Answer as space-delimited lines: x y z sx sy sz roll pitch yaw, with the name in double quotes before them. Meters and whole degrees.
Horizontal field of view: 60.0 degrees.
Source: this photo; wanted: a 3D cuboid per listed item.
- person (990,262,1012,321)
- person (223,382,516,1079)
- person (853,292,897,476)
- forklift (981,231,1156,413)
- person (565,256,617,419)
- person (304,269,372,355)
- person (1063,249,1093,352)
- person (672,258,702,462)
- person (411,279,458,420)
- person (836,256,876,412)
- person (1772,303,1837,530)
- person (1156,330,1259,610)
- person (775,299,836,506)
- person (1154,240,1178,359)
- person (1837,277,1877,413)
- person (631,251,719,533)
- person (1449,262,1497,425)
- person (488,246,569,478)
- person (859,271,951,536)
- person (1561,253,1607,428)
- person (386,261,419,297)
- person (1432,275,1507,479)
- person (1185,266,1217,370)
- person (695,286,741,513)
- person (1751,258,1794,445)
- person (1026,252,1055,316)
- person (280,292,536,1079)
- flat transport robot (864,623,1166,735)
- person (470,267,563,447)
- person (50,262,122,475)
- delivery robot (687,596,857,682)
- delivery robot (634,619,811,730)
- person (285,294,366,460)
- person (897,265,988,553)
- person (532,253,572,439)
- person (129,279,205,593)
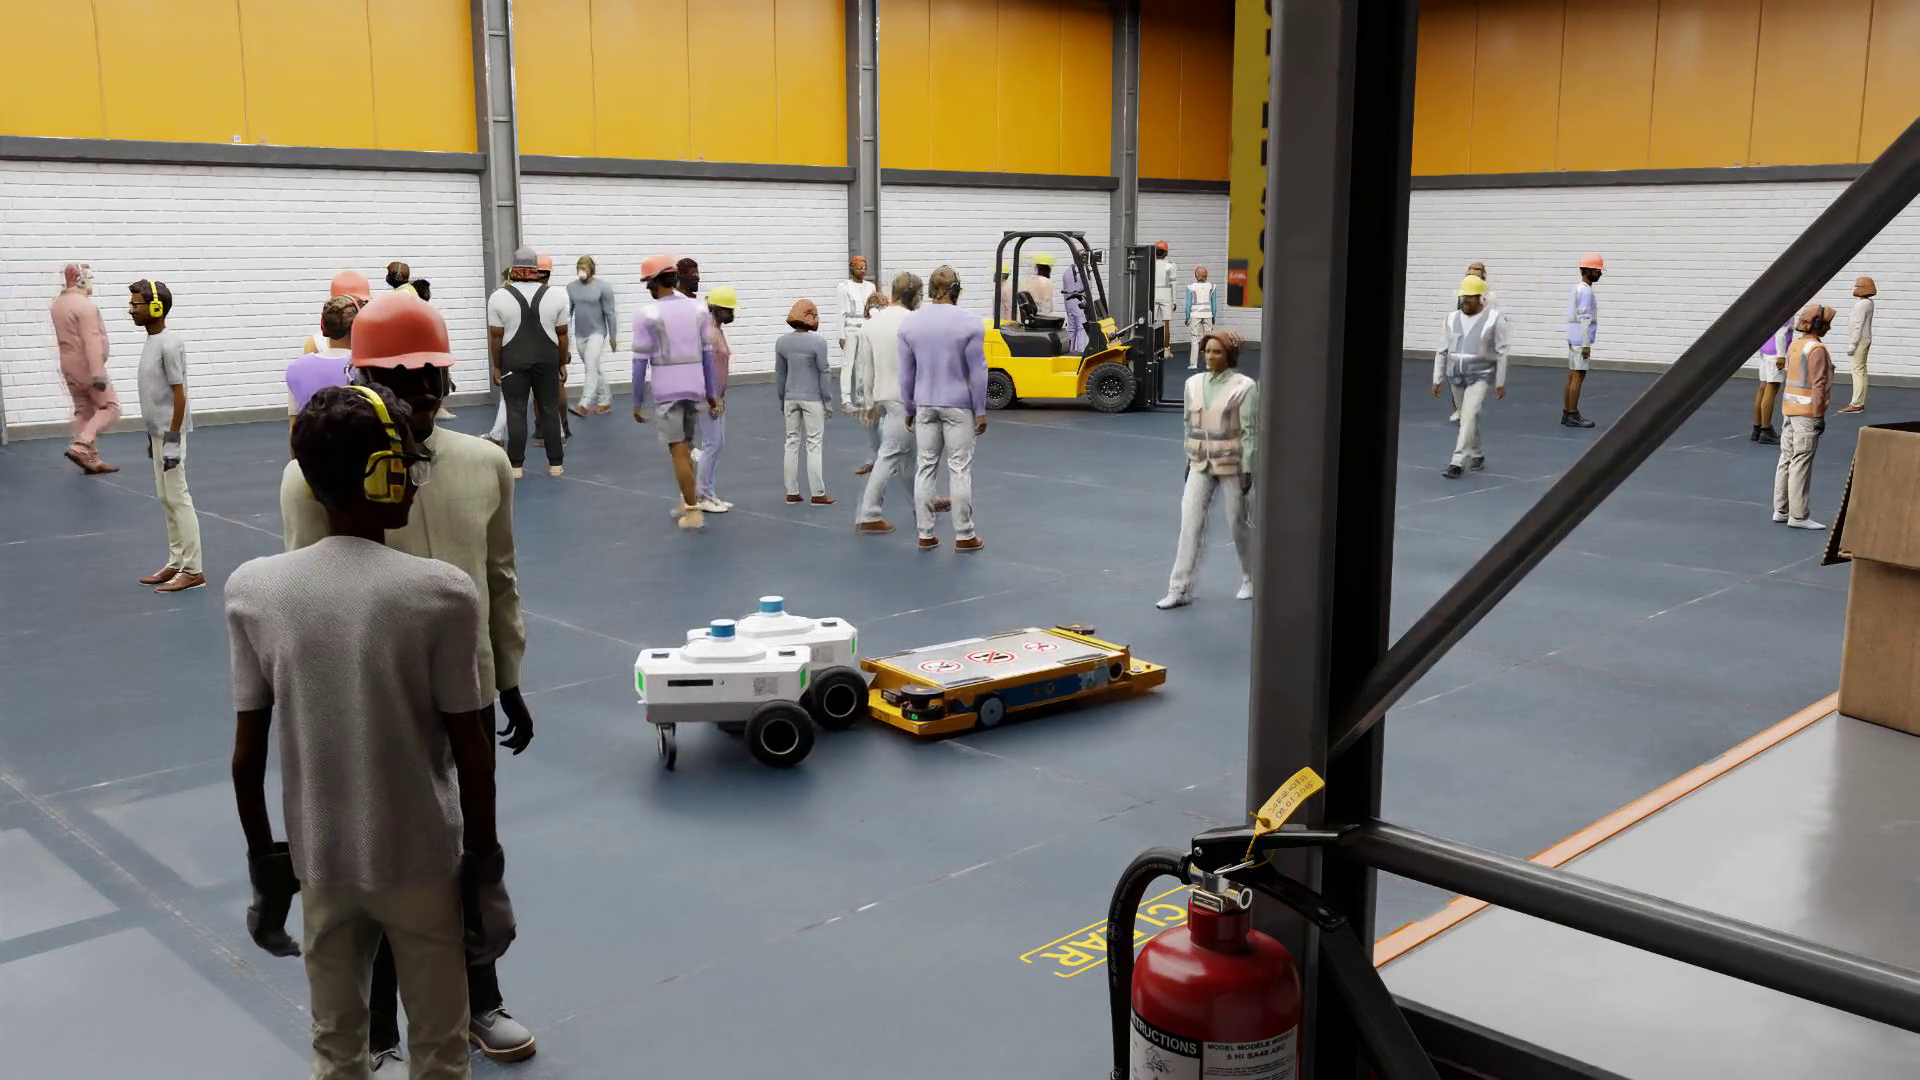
"person" 0.562 -2.900 22.710 0.310 1.768 0.533 -3 11 -17
"person" -1.105 0.637 3.164 0.521 1.862 0.334 1 10 6
"person" -0.732 -1.375 14.744 0.503 1.636 0.277 10 14 43
"forklift" 1.222 -2.721 20.561 2.313 2.155 1.214 2 11 13
"person" -4.378 -2.377 19.528 0.643 1.884 1.009 5 11 24
"person" -3.447 -0.572 9.542 0.542 1.939 0.364 -6 12 -28
"person" 1.950 -3.753 26.975 0.409 1.907 0.651 -7 12 -33
"person" -2.612 -1.710 15.800 0.375 1.917 0.598 1 10 7
"person" -6.324 -2.194 19.213 0.912 1.640 0.574 -1 10 -4
"person" -1.242 -2.492 20.168 0.574 1.881 0.357 -9 14 -41
"person" 6.179 -0.903 12.166 0.310 1.640 0.514 1 10 5
"person" 1.489 -0.414 9.615 0.534 1.600 0.779 9 14 41
"person" -1.228 -1.086 13.177 0.497 1.633 0.279 6 12 28
"person" 3.471 -4.166 28.854 0.607 2.044 0.372 3 11 17
"person" 10.848 -2.353 20.079 0.285 1.636 0.499 9 13 39
"person" -2.109 -1.063 12.023 0.637 2.007 0.757 -9 14 -41
"person" 5.725 -2.196 18.672 0.551 1.835 0.433 7 12 33
"person" -3.822 -1.574 14.728 0.688 2.000 0.539 -4 11 -22
"person" -0.375 -0.991 12.026 1.013 1.870 0.617 -7 13 -35
"person" 6.971 -2.226 18.571 0.368 1.933 0.552 2 11 10
"person" -6.167 -2.147 18.390 0.429 1.846 0.627 -2 11 -10
"person" 4.550 -1.465 14.852 0.613 1.784 0.943 10 14 43
"person" 3.827 -3.523 26.443 0.514 1.642 0.310 -1 10 -8
"person" -1.869 -1.080 12.838 0.394 1.748 0.537 0 10 0
"person" 8.388 -1.950 17.054 0.377 1.938 0.547 3 11 13
"person" 1.156 -2.875 22.204 0.943 1.887 0.597 -6 12 -29
"person" -1.354 0.387 4.161 0.379 1.995 0.612 10 14 43
"flat transport robot" 0.202 0.614 7.625 1.431 0.197 0.652 -8 13 -36
"person" -4.444 -1.811 16.639 0.930 1.814 0.517 -2 11 -9
"person" -7.745 -1.510 14.762 0.667 1.895 0.428 8 13 39
"delivery robot" -0.822 0.490 7.270 0.707 0.478 0.477 -4 11 -20
"delivery robot" -0.969 0.570 6.833 0.707 0.478 0.477 -1 10 -4
"person" -3.015 -0.283 8.219 0.574 1.843 0.374 1 10 6
"person" -0.108 -0.871 11.193 0.627 1.933 0.373 4 11 20
"person" -4.356 -2.028 17.480 0.542 1.939 0.366 -3 11 -15
"person" -4.799 -0.622 10.004 0.329 1.872 0.508 -8 13 -38
